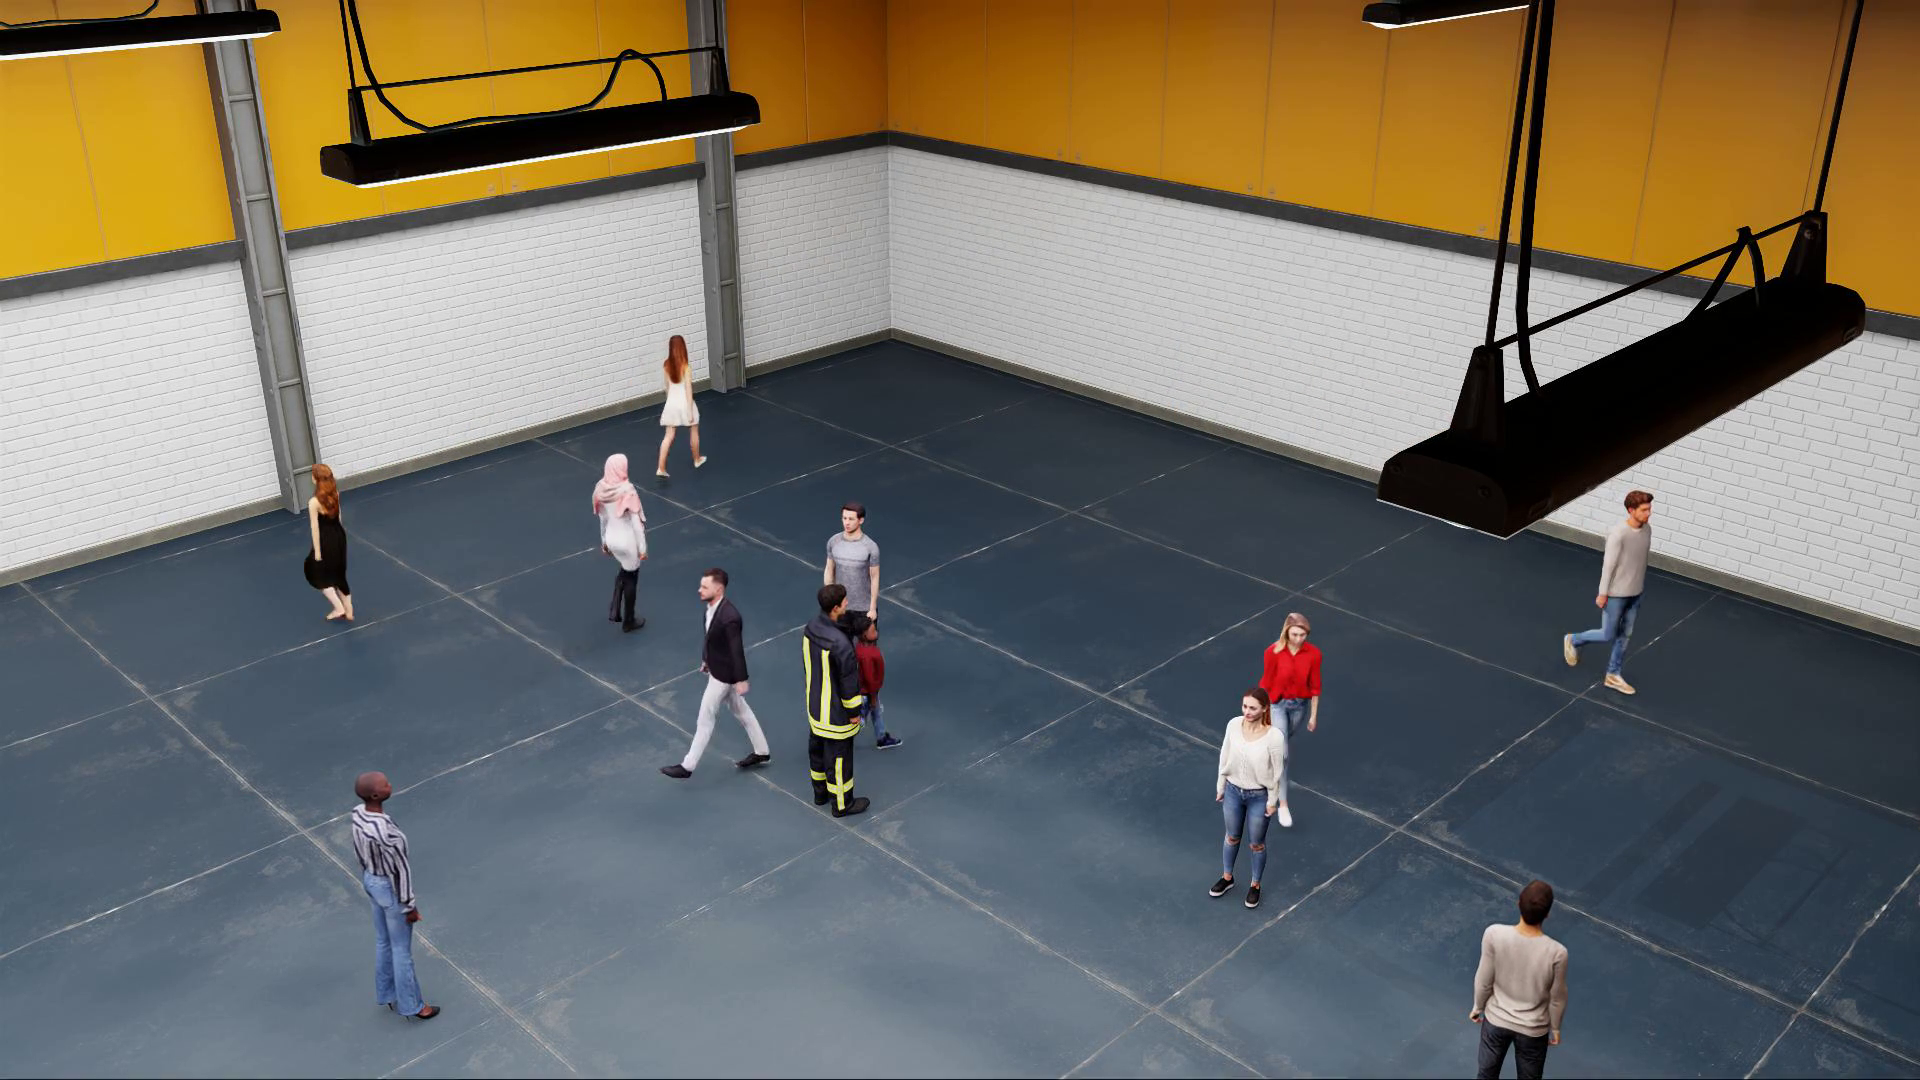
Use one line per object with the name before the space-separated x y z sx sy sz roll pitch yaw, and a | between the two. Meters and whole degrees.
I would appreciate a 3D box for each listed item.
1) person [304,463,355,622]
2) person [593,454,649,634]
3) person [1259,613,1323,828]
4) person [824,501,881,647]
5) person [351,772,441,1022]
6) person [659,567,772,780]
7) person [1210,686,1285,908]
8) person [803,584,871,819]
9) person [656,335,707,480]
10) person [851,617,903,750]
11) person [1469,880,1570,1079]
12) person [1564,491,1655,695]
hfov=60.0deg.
person | -5.918 0.061 15.799 0.747 1.608 0.656 8 25 18
person | -3.211 0.068 15.554 0.711 1.792 0.752 13 27 28
person | 2.533 1.288 12.934 1.146 1.656 1.163 -1 24 -3
person | -0.906 0.538 14.379 0.735 1.871 0.717 8 25 17
person | -3.627 2.255 10.547 0.621 1.795 0.522 21 31 39
person | -1.785 1.060 13.273 1.267 1.802 1.008 -9 25 -20
person | 2.034 1.792 11.735 0.667 1.692 0.623 14 27 29
person | -0.984 1.215 12.760 0.706 1.928 0.813 -17 29 -33
person | -3.311 -1.508 19.304 0.874 1.676 1.218 10 25 21
person | -0.820 1.209 13.625 0.915 1.245 0.798 -3 24 -8
person | 3.139 2.722 9.386 0.720 1.868 0.678 12 26 25
person | 5.754 0.417 14.636 0.972 1.888 0.854 -14 27 -28
